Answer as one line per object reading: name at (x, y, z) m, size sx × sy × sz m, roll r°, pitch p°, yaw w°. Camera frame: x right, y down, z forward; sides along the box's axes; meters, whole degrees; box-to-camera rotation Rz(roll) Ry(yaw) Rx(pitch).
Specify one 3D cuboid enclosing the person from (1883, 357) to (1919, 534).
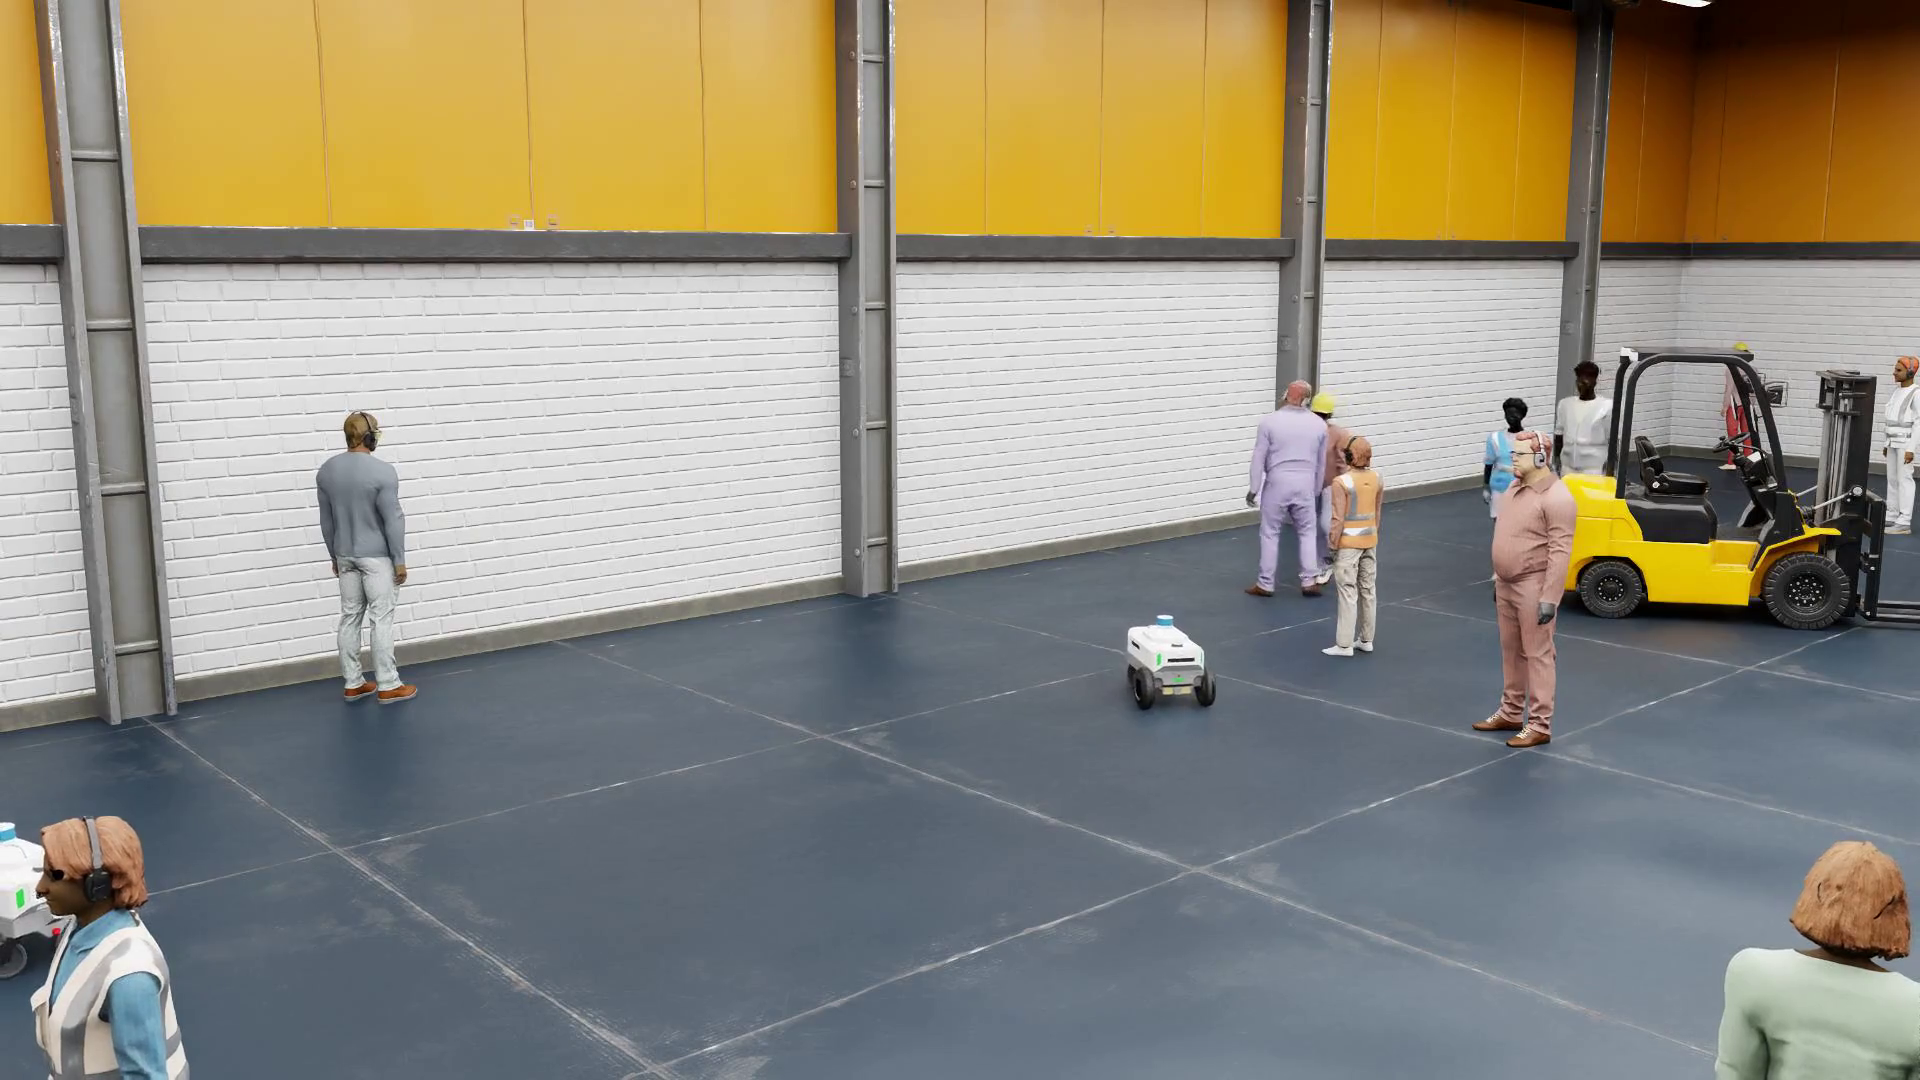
person at (9.995, -1.003, 17.676) m, size 0.356 × 1.883 × 0.572 m, roll 1°, pitch 10°, yaw 3°

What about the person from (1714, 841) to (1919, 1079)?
person at (1.995, 1.485, 3.832) m, size 0.501 × 1.633 × 0.285 m, roll 8°, pitch 12°, yaw 38°

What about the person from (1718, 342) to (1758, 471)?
person at (10.705, -1.835, 22.892) m, size 0.533 × 1.765 × 0.321 m, roll -3°, pitch 10°, yaw -17°

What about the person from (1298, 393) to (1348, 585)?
person at (3.271, -0.462, 14.936) m, size 0.551 × 1.732 × 0.602 m, roll -9°, pitch 13°, yaw -43°

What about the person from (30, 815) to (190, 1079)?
person at (-2.026, 1.449, 4.022) m, size 0.313 × 1.642 × 0.513 m, roll -8°, pitch 12°, yaw -38°

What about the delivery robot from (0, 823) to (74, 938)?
delivery robot at (-4.015, 1.436, 7.002) m, size 0.707 × 0.478 × 0.477 m, roll 5°, pitch 11°, yaw 28°

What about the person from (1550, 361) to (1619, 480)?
person at (6.025, -0.753, 16.035) m, size 0.550 × 1.950 × 0.608 m, roll -9°, pitch 13°, yaw -42°

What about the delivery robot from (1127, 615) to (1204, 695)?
delivery robot at (1.360, 0.745, 11.049) m, size 0.477 × 0.478 × 0.707 m, roll -2°, pitch 10°, yaw -11°

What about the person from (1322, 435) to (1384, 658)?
person at (2.894, 0.049, 12.222) m, size 0.513 × 1.641 × 0.309 m, roll -7°, pitch 12°, yaw -36°

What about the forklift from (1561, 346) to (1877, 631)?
forklift at (6.109, -0.478, 13.691) m, size 2.313 × 2.155 × 1.214 m, roll 3°, pitch 10°, yaw 16°

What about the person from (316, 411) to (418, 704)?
person at (-3.907, 0.118, 10.950) m, size 0.630 × 1.940 × 0.372 m, roll 3°, pitch 10°, yaw 19°

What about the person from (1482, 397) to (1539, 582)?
person at (4.986, -0.450, 15.014) m, size 0.558 × 1.684 × 0.384 m, roll 5°, pitch 11°, yaw 28°

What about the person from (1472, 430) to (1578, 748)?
person at (3.409, 0.287, 10.051) m, size 0.408 × 1.908 × 0.643 m, roll -2°, pitch 10°, yaw -13°

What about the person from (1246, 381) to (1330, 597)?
person at (2.830, -0.432, 14.366) m, size 0.698 × 1.884 × 0.436 m, roll -2°, pitch 10°, yaw -9°
